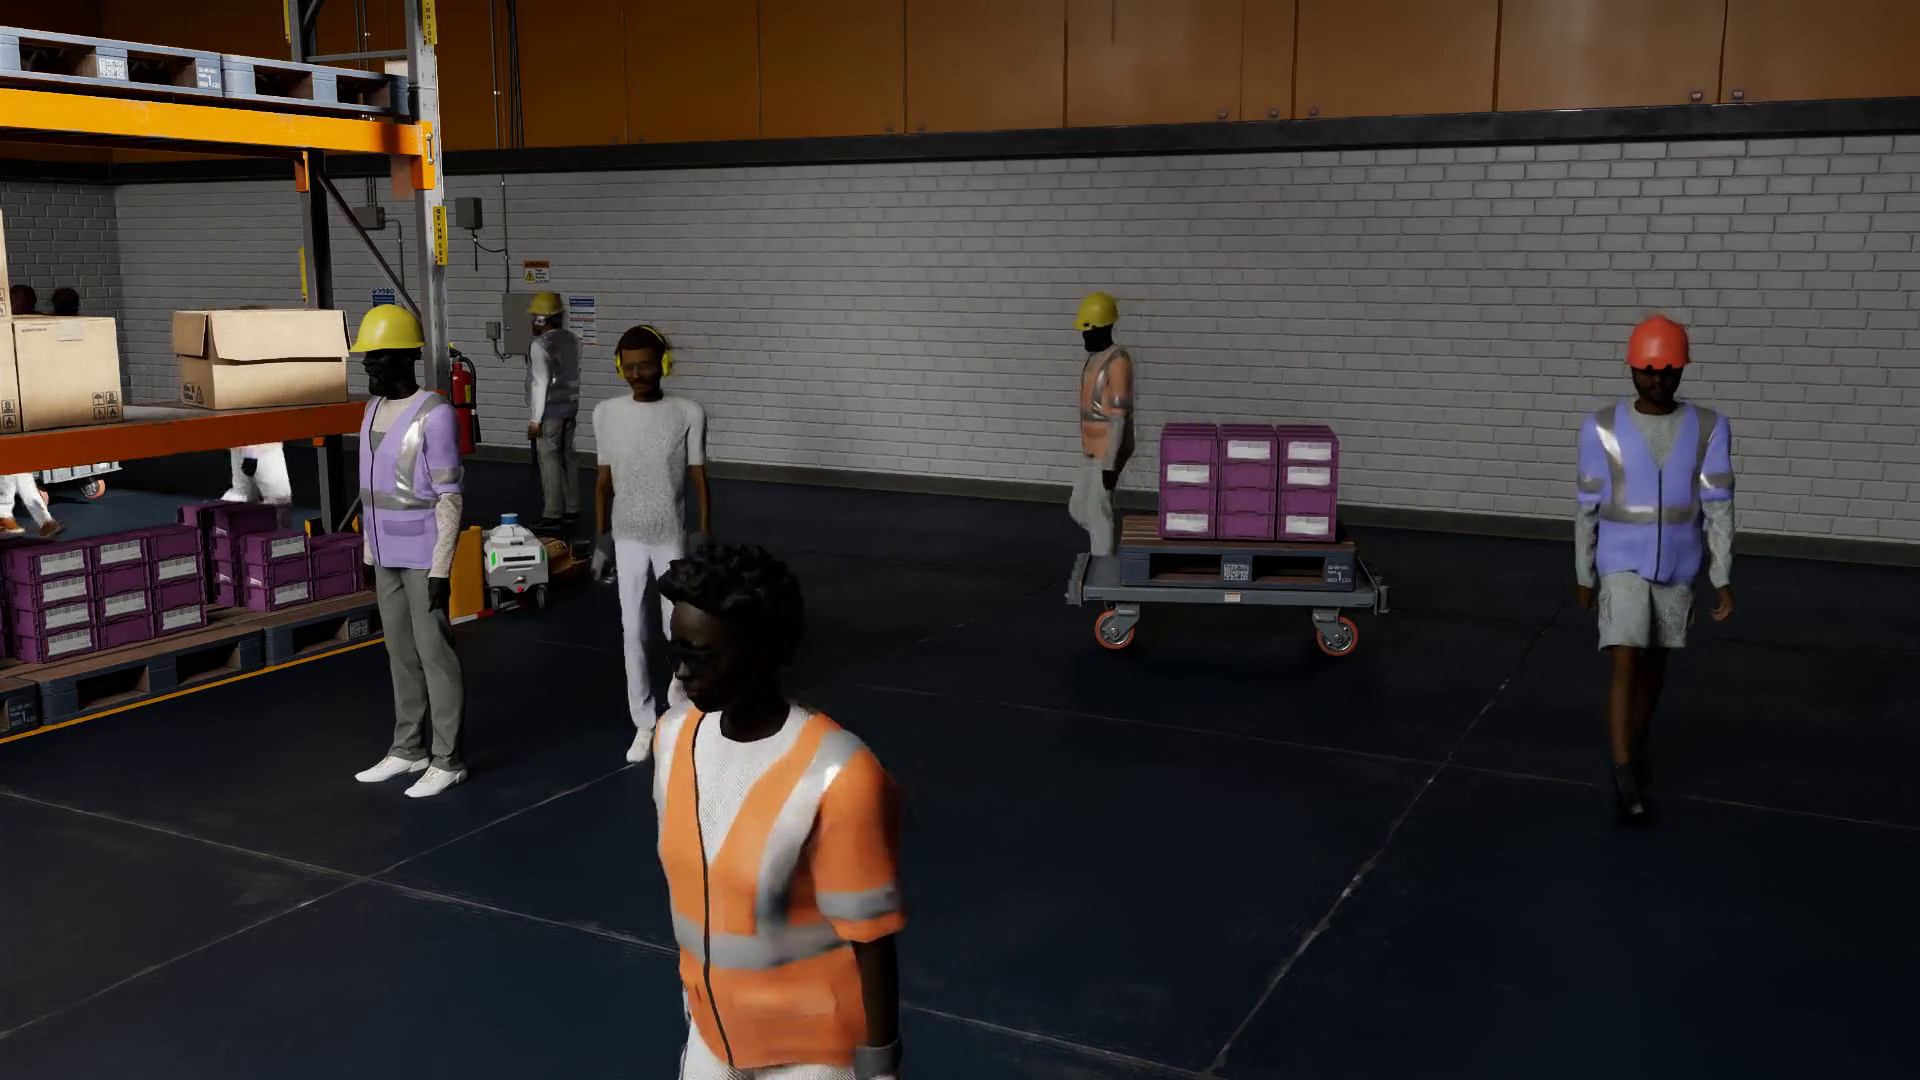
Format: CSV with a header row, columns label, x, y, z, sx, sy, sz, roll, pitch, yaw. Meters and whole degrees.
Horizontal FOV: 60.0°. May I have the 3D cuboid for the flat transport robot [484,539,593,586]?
label,x,y,z,sx,sy,sz,roll,pitch,yaw
flat transport robot,-3.189,0.121,10.892,1.431,0.197,0.652,2,10,11

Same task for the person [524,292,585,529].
label,x,y,z,sx,sy,sz,roll,pitch,yaw
person,-3.152,-0.989,12.836,0.404,1.828,0.618,3,10,16

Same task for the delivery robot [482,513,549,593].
label,x,y,z,sx,sy,sz,roll,pitch,yaw
delivery robot,-2.700,0.084,10.011,0.477,0.478,0.707,-4,11,-22

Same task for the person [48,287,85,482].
label,x,y,z,sx,sy,sz,roll,pitch,yaw
person,-8.321,-1.445,15.481,0.660,1.816,0.644,5,11,25

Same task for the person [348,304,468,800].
label,x,y,z,sx,sy,sz,roll,pitch,yaw
person,-2.171,0.046,6.536,0.586,1.928,0.364,8,13,38

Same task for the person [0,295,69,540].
label,x,y,z,sx,sy,sz,roll,pitch,yaw
person,-7.008,-0.904,12.378,1.079,1.819,0.602,5,11,27

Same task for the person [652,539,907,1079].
label,x,y,z,sx,sy,sz,roll,pitch,yaw
person,-0.260,0.803,2.858,0.553,1.676,0.507,8,13,39

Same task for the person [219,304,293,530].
label,x,y,z,sx,sy,sz,roll,pitch,yaw
person,-4.675,-0.633,10.828,0.836,1.803,0.653,-7,12,-33

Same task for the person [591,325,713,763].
label,x,y,z,sx,sy,sz,roll,pitch,yaw
person,-1.320,-0.013,7.191,0.529,1.831,0.734,0,10,-1

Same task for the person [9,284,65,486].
label,x,y,z,sx,sy,sz,roll,pitch,yaw
person,-8.438,-1.388,15.087,0.429,1.842,0.636,3,10,18

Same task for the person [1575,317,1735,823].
label,x,y,z,sx,sy,sz,roll,pitch,yaw
person,2.641,0.099,6.358,0.547,1.884,0.996,2,10,11

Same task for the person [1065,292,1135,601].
label,x,y,z,sx,sy,sz,roll,pitch,yaw
person,0.868,-0.547,10.066,0.466,1.888,0.650,-2,10,-11
